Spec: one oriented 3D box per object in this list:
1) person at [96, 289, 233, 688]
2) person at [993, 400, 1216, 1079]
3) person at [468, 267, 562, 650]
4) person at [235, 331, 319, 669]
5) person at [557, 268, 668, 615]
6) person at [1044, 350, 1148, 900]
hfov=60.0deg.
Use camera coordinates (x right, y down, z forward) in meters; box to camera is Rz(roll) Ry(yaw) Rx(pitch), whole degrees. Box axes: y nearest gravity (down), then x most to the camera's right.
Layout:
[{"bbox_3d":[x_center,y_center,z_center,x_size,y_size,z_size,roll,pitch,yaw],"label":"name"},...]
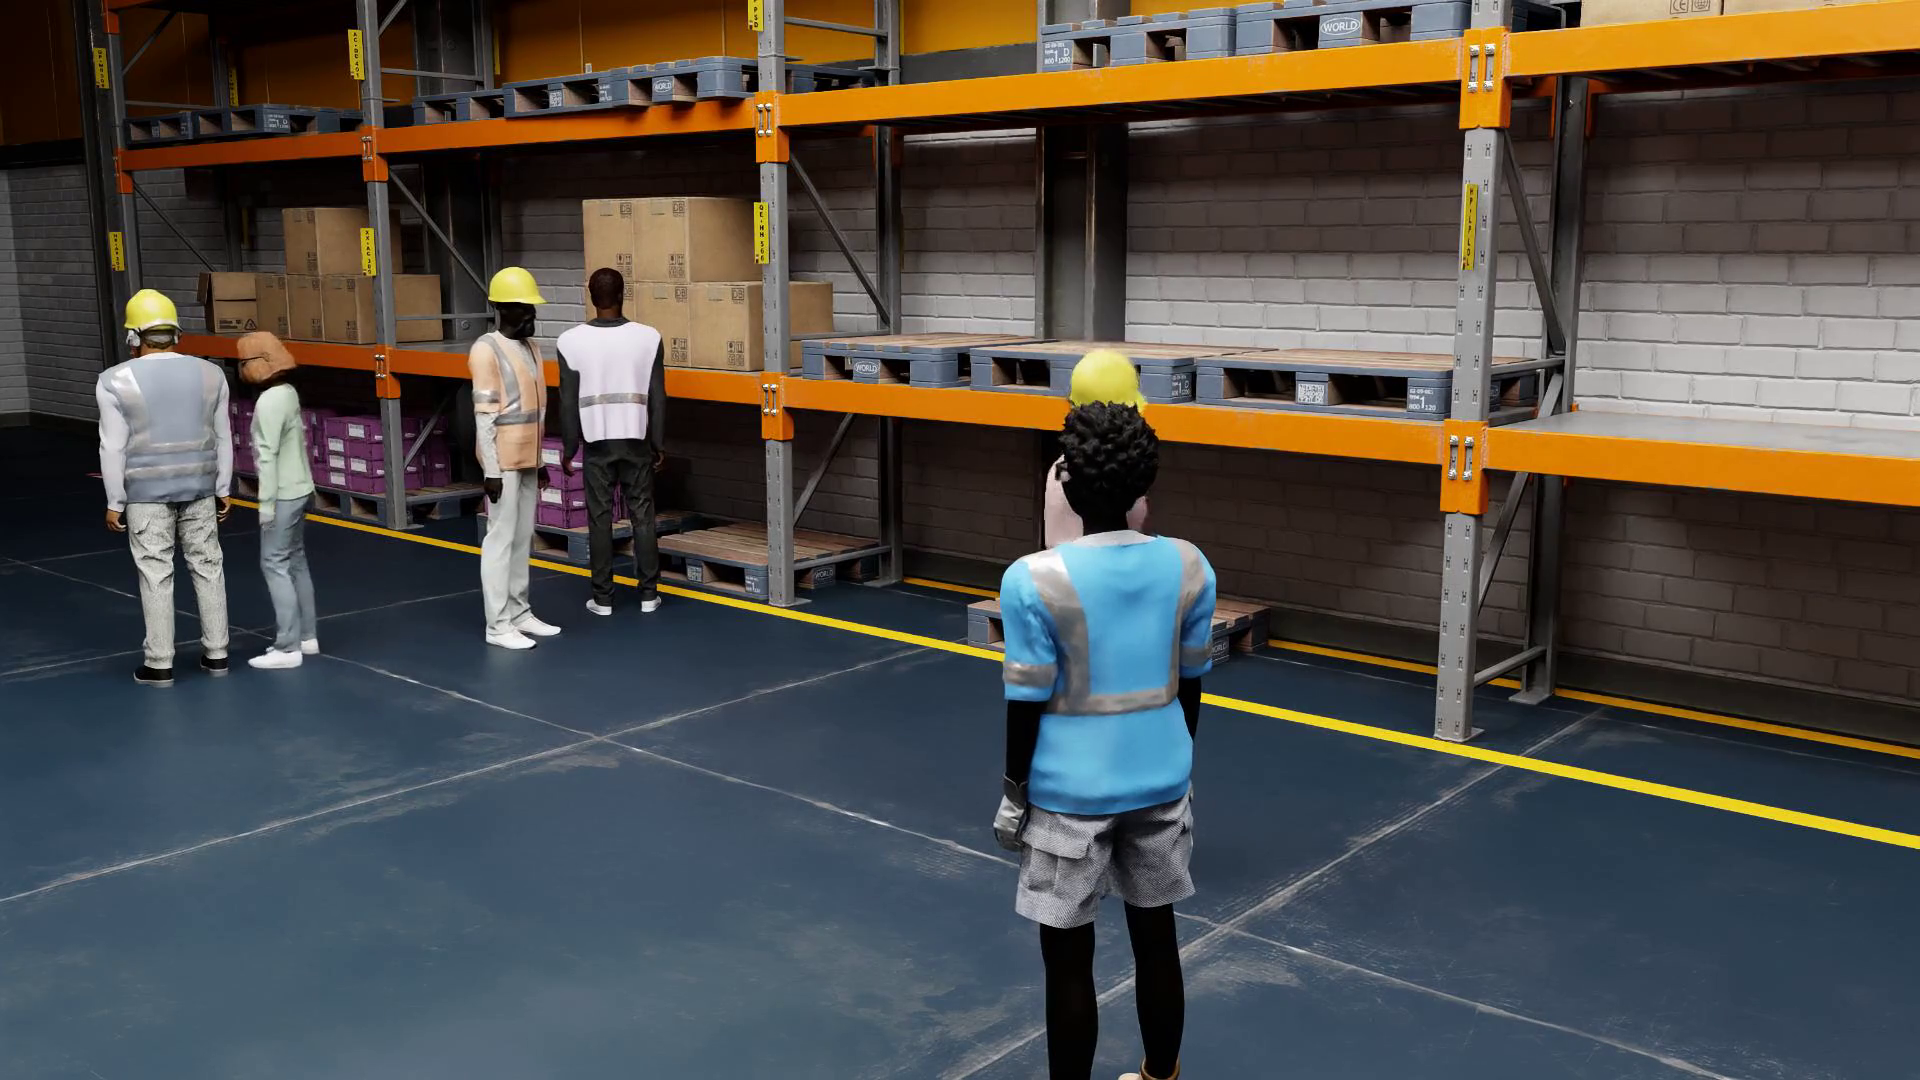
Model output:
[{"bbox_3d":[-3.673,-0.237,7.714,0.404,1.836,0.590,9,14,42],"label":"person"},{"bbox_3d":[0.314,0.542,3.666,0.535,1.700,0.318,-5,11,-28],"label":"person"},{"bbox_3d":[-2.257,-0.417,8.481,0.388,1.926,0.590,2,10,12],"label":"person"},{"bbox_3d":[-3.299,-0.195,8.064,0.315,1.627,0.525,-2,10,-10],"label":"person"},{"bbox_3d":[-1.906,-0.534,9.184,0.587,1.915,0.393,-3,10,-17],"label":"person"},{"bbox_3d":[0.420,0.265,5.162,0.444,1.722,0.619,6,12,31],"label":"person"}]
